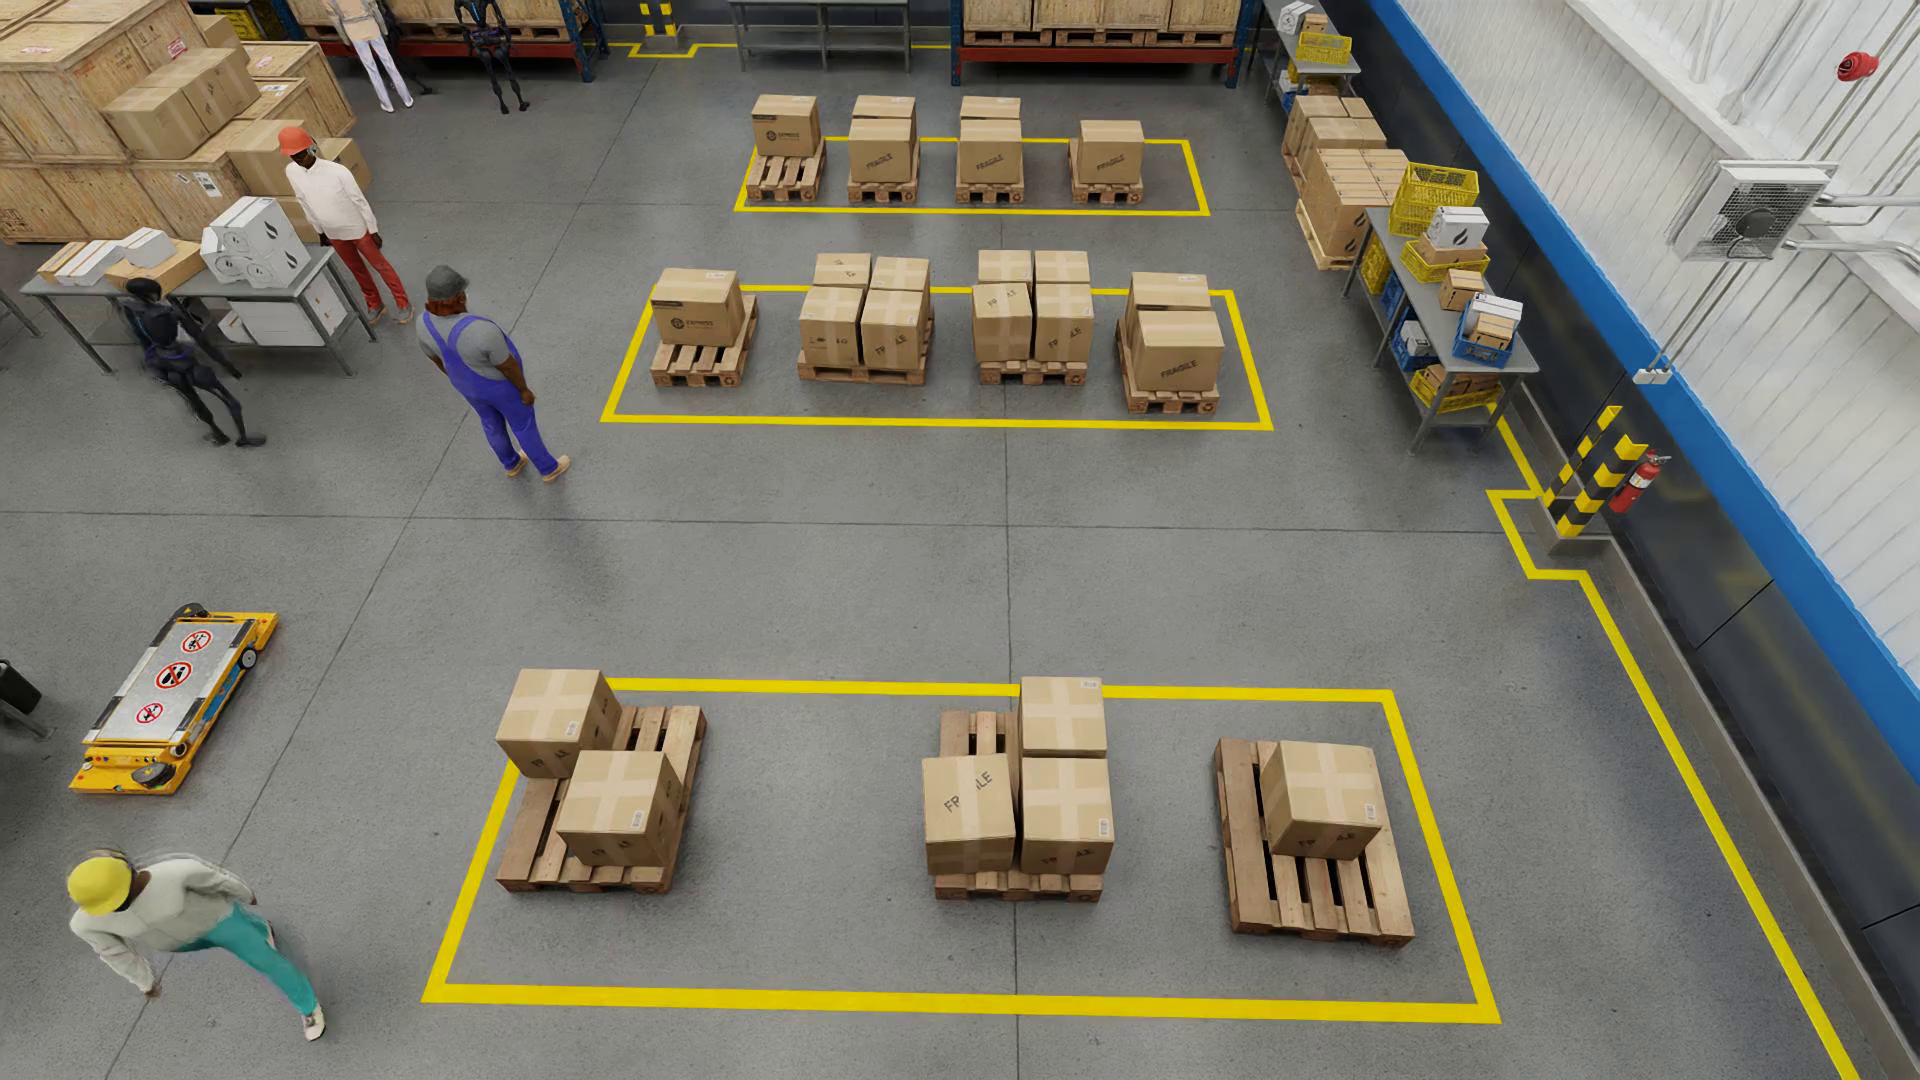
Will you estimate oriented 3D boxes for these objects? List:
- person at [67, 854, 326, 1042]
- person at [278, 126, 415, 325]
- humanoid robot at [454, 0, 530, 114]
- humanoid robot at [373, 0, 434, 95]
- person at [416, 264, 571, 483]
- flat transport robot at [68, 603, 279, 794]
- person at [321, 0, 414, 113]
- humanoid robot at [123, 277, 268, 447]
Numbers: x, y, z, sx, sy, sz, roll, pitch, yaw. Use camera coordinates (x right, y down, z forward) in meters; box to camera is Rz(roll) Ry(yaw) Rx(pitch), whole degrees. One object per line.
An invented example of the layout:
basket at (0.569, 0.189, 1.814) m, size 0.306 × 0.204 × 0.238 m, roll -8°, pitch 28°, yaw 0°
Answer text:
person at (-3.910, 2.039, 4.691) m, size 0.541 × 1.717 × 0.916 m, roll -27°, pitch 55°, yaw -21°
person at (-5.856, -2.959, 8.740) m, size 0.610 × 1.995 × 0.376 m, roll 0°, pitch 50°, yaw 0°
humanoid robot at (-6.093, -6.424, 11.871) m, size 0.611 × 1.657 × 0.315 m, roll -13°, pitch 51°, yaw -11°
humanoid robot at (-7.681, -6.780, 12.227) m, size 0.766 × 1.637 × 0.615 m, roll 4°, pitch 50°, yaw 3°
person at (-3.717, -1.294, 7.302) m, size 0.688 × 2.000 × 0.539 m, roll 10°, pitch 51°, yaw 9°
flat transport robot at (-5.504, 1.072, 6.442) m, size 0.652 × 0.197 × 1.431 m, roll 1°, pitch 50°, yaw 1°
person at (-7.680, -6.527, 11.802) m, size 0.586 × 1.929 × 0.356 m, roll -29°, pitch 56°, yaw -23°
humanoid robot at (-6.537, -1.496, 7.720) m, size 0.655 × 1.628 × 0.380 m, roll 5°, pitch 50°, yaw 4°
